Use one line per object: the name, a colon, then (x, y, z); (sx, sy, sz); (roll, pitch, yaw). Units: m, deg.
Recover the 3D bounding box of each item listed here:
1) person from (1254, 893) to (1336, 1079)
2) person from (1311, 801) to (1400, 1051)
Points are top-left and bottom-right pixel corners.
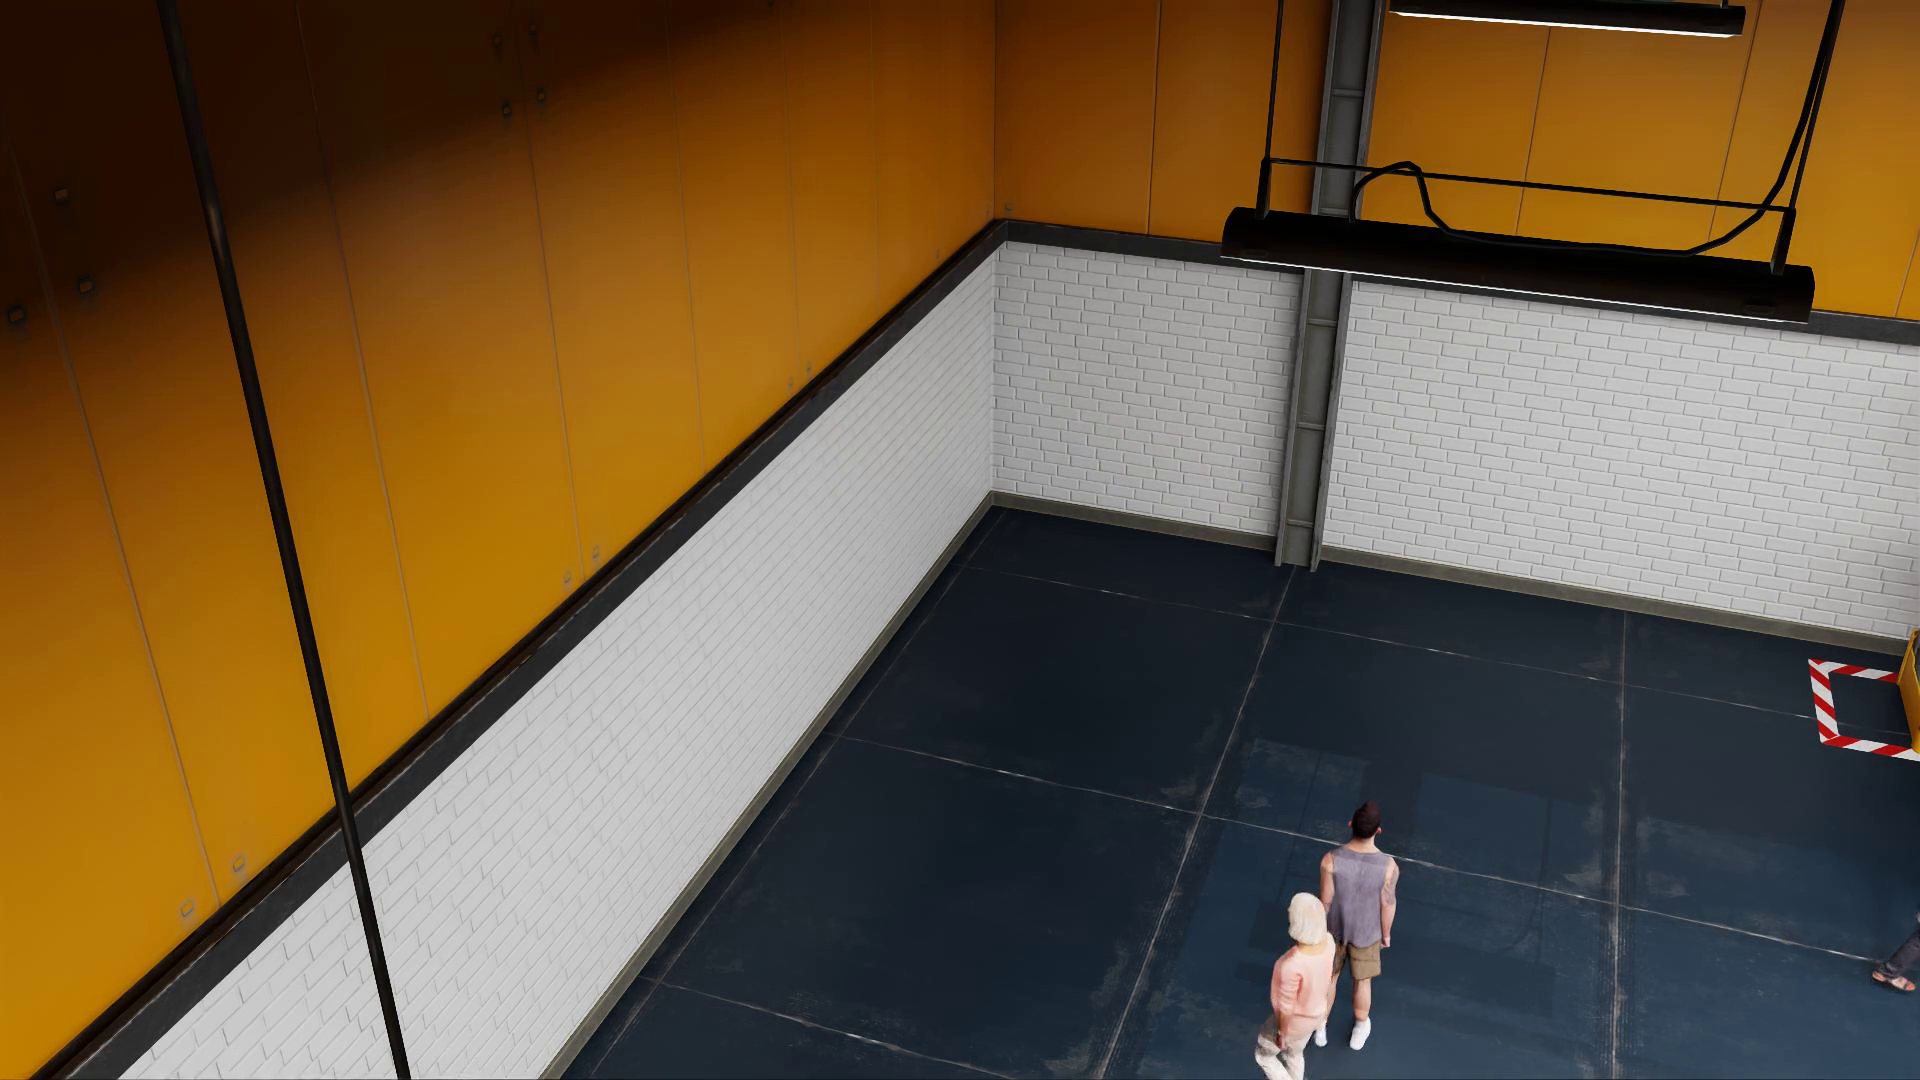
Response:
person: (2.014, 2.780, 9.616); (0.742, 1.715, 0.811); (-25, 37, -37)
person: (2.413, 2.375, 10.240); (0.541, 1.845, 0.738); (5, 29, 9)
